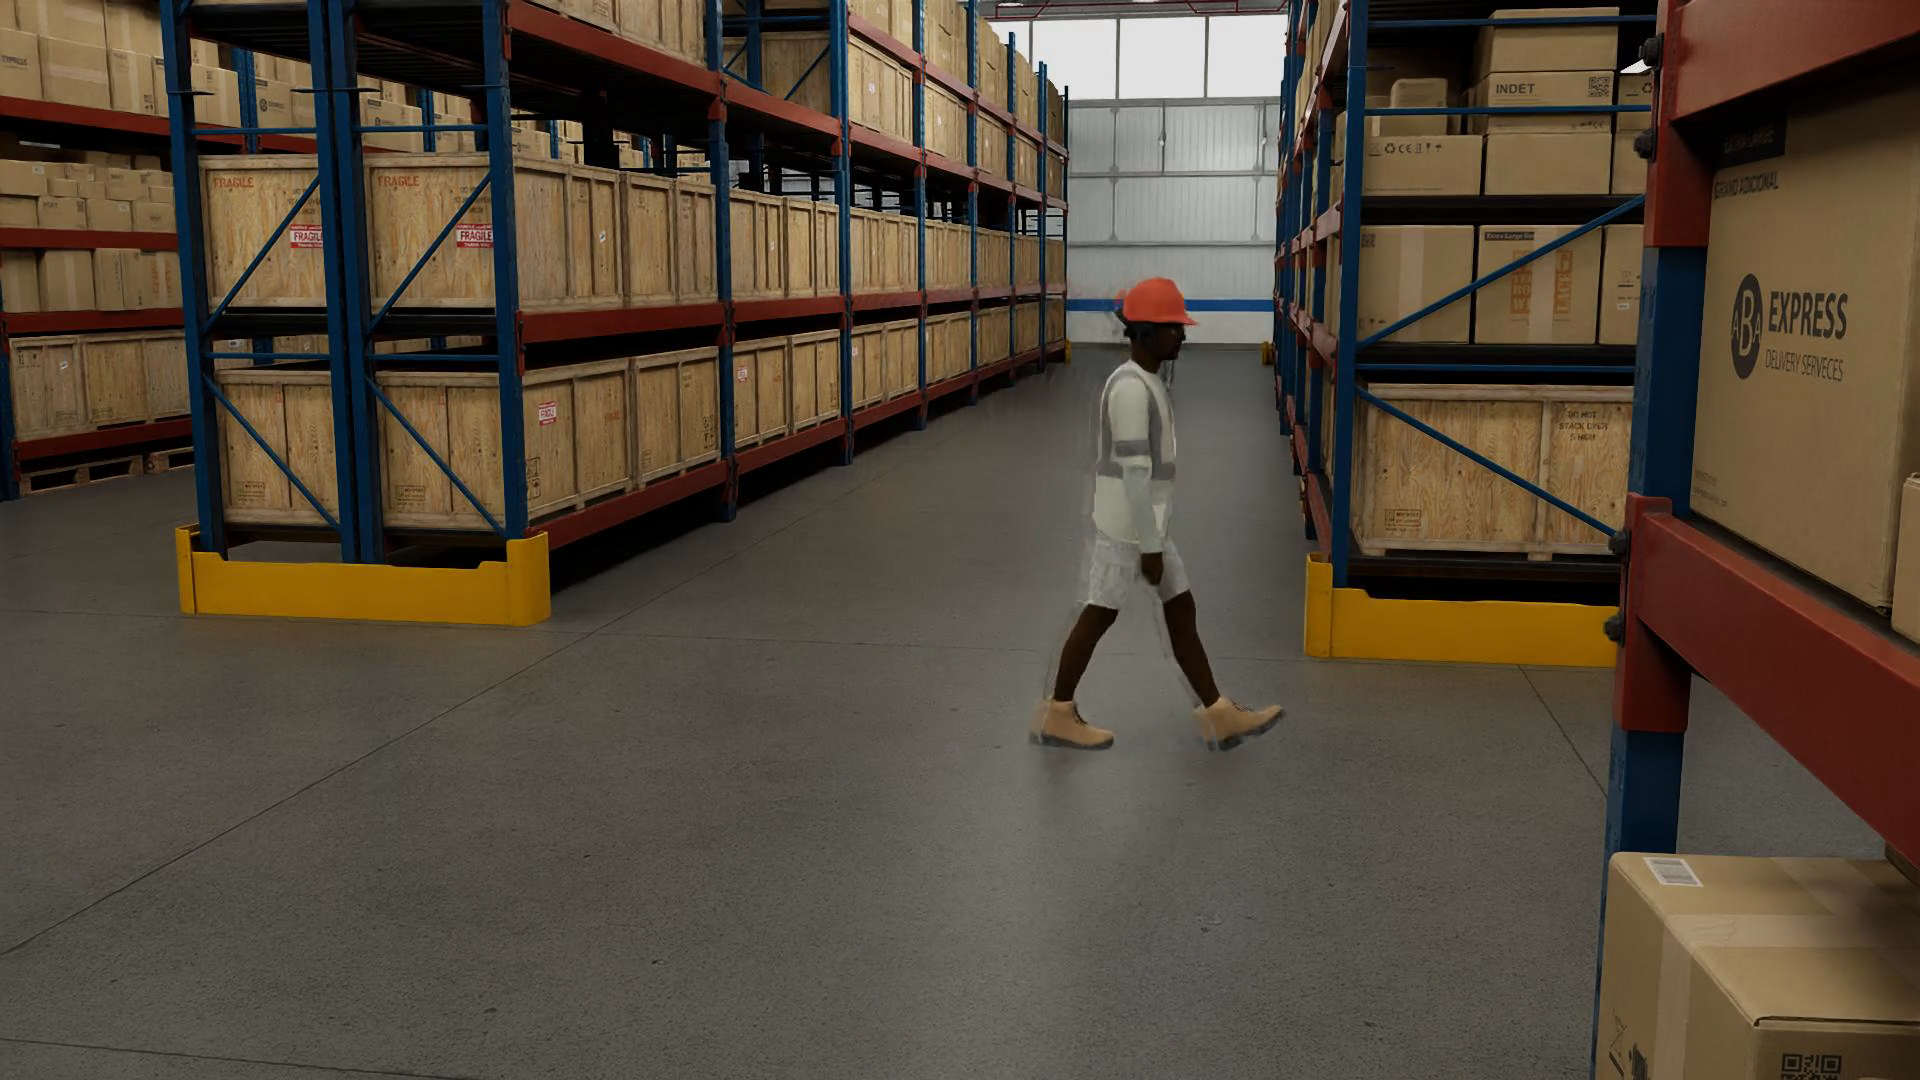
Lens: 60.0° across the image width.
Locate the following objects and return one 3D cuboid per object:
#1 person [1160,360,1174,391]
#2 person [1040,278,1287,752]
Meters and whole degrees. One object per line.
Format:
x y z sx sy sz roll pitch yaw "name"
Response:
3.491 -3.386 28.331 0.501 1.691 0.895 2 9 11 "person"
0.816 -0.074 6.882 1.060 1.987 0.634 3 10 16 "person"
